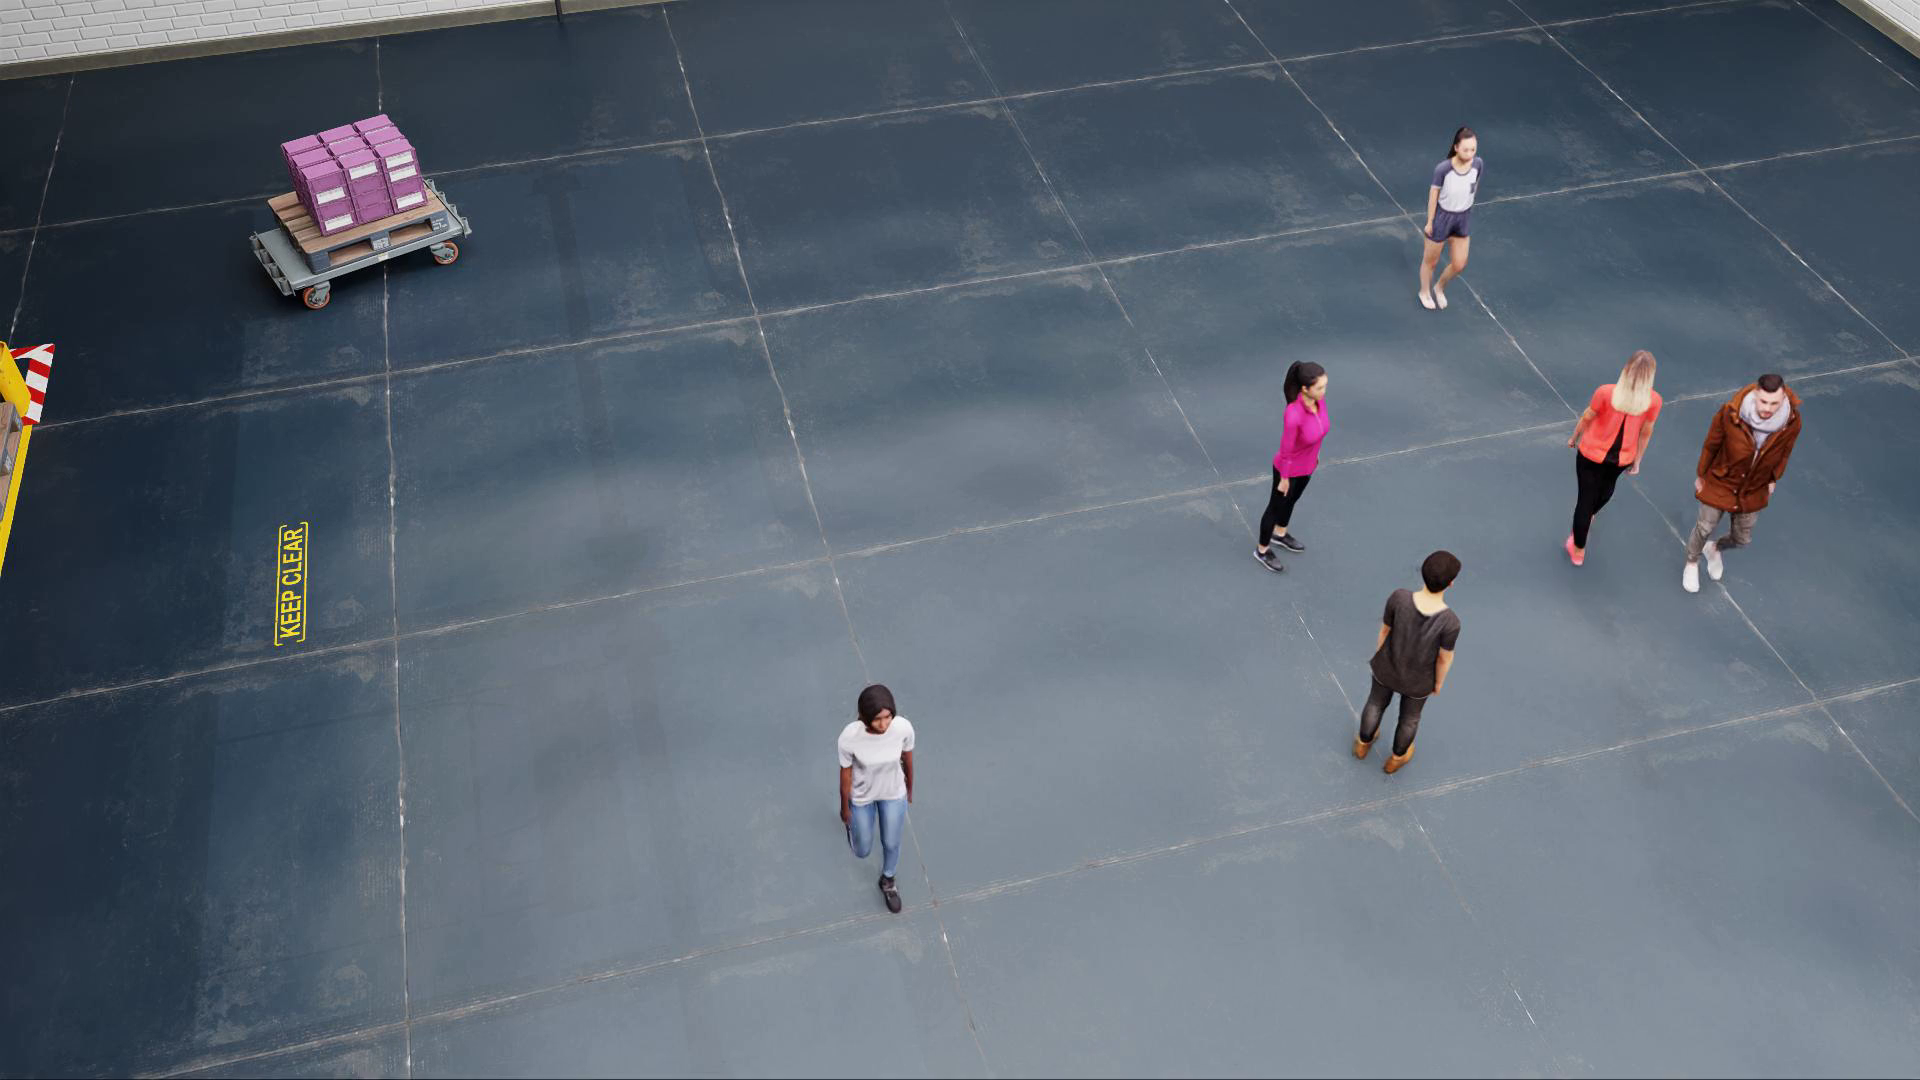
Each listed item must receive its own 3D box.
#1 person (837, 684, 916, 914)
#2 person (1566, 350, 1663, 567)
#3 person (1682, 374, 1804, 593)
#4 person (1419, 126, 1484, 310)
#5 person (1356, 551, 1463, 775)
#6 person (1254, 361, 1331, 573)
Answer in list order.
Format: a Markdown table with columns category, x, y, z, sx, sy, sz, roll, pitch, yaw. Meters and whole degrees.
| category | x | y | z | sx | sy | sz | roll | pitch | yaw |
| --- | --- | --- | --- | --- | --- | --- | --- | --- | --- |
| person | -0.493 | 1.372 | 9.275 | 0.608 | 1.712 | 0.819 | -12 | 45 | -13 |
| person | 4.397 | -0.509 | 11.280 | 0.818 | 1.669 | 0.982 | 5 | 44 | 5 |
| person | 5.151 | -0.430 | 11.086 | 0.849 | 1.823 | 0.872 | 6 | 44 | 6 |
| person | 3.930 | -2.624 | 13.524 | 0.613 | 1.636 | 0.593 | -7 | 44 | -8 |
| person | 2.669 | 0.747 | 9.932 | 0.676 | 1.711 | 0.749 | 24 | 49 | 23 |
| person | 2.260 | -0.522 | 11.273 | 0.716 | 1.698 | 0.676 | 29 | 51 | 27 |
